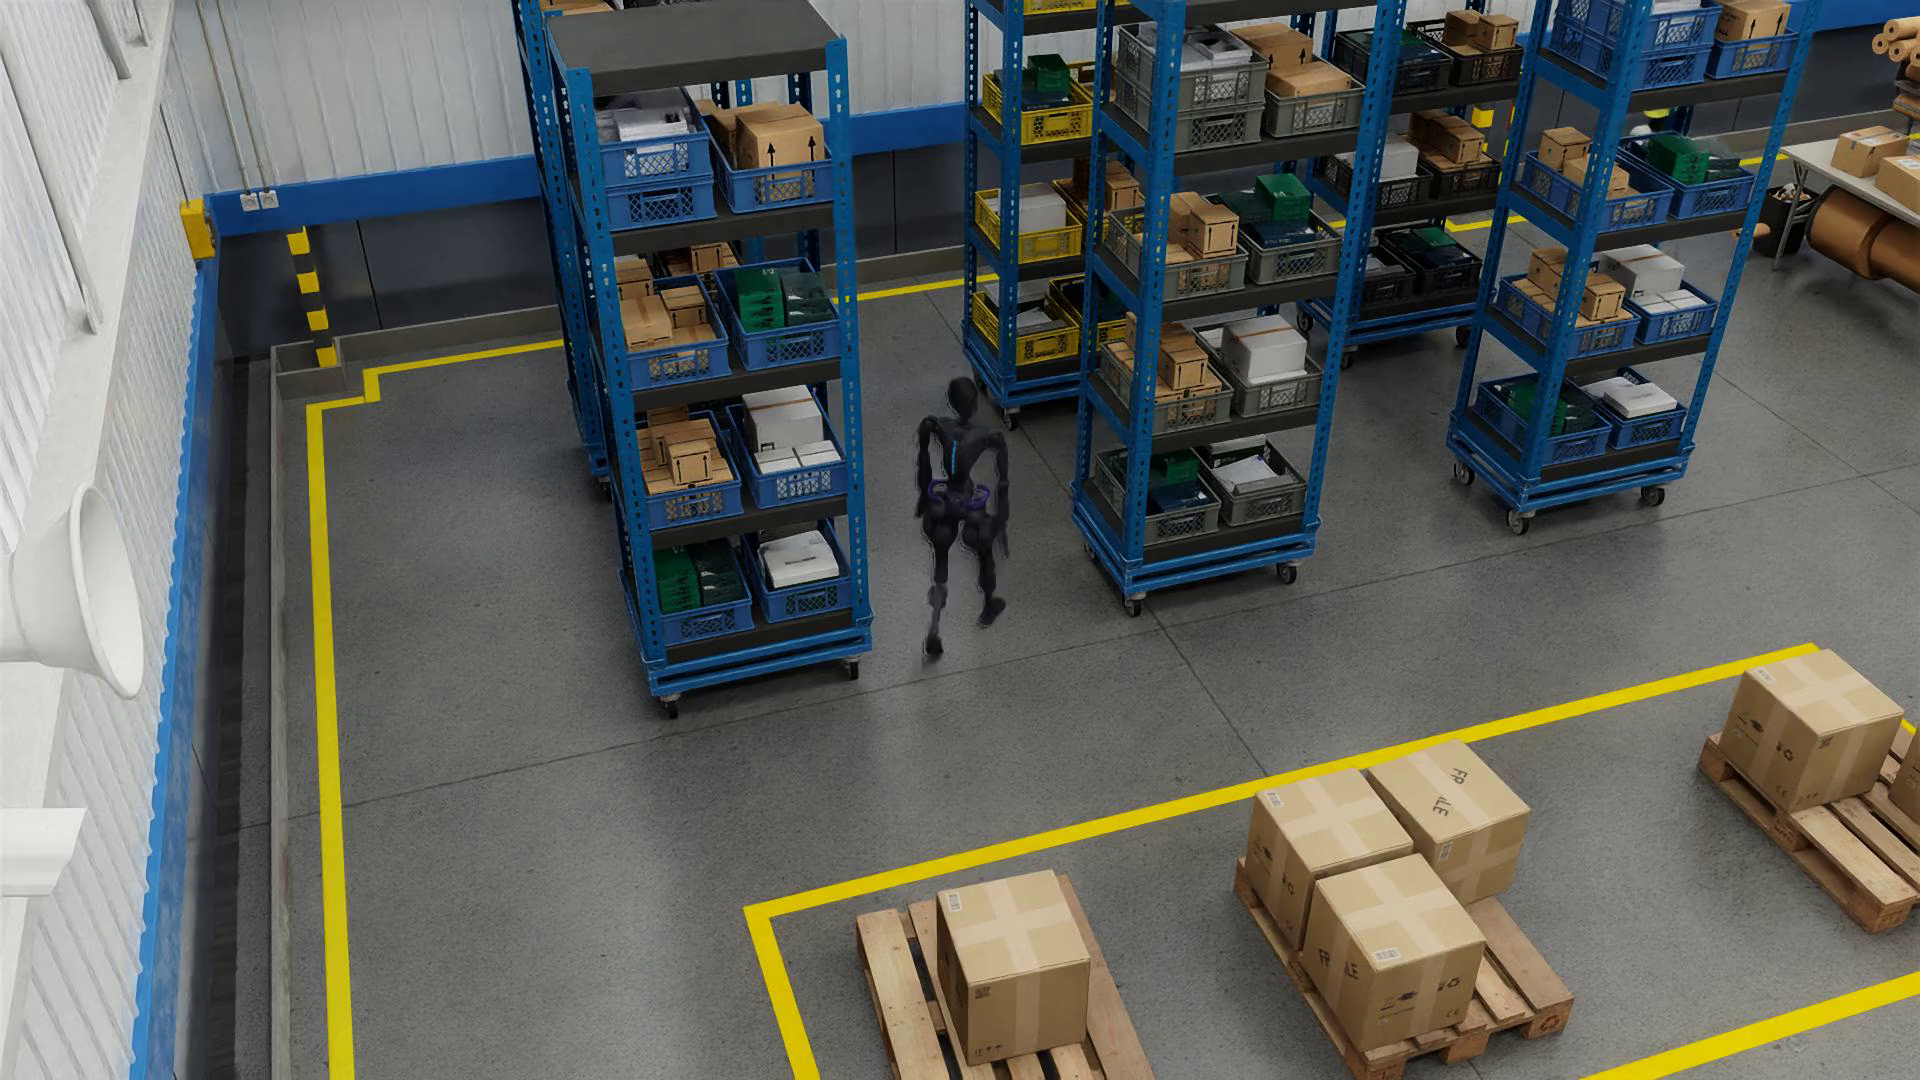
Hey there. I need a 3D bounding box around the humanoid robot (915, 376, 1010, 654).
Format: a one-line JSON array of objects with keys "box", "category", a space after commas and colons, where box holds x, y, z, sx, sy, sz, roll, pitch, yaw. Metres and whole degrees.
[{"box": [-0.012, -0.138, 9.040, 0.588, 1.632, 0.643, 10, 36, 14], "category": "humanoid robot"}]

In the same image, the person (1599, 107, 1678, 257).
[{"box": [5.009, -2.452, 12.251, 0.529, 1.751, 0.524, -25, 42, -31], "category": "person"}]
